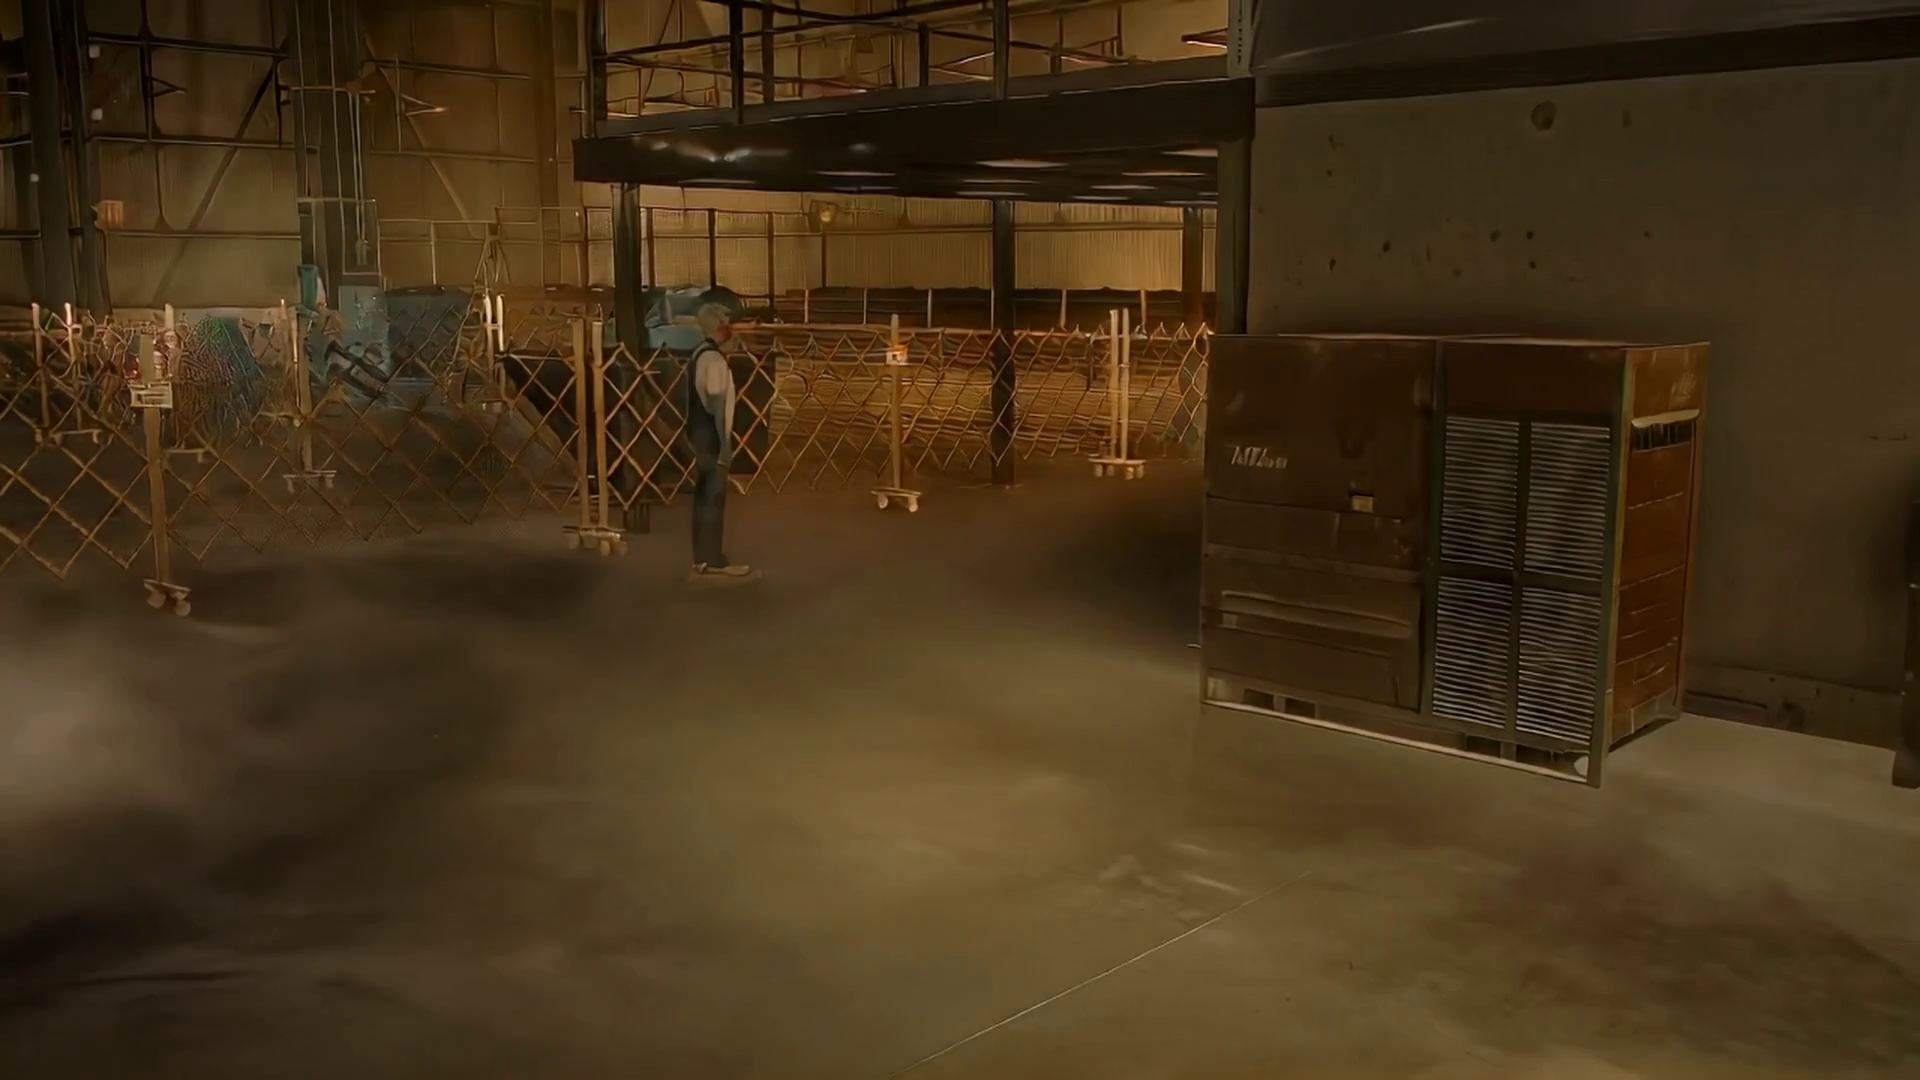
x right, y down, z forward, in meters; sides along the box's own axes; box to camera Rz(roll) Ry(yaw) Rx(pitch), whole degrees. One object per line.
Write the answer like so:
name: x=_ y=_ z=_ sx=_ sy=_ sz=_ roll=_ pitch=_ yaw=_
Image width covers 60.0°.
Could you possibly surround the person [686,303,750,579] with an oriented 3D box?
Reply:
person: x=-1.657 y=-0.665 z=11.185 sx=0.351 sy=1.846 sz=0.507 roll=-4 pitch=10 yaw=-24
